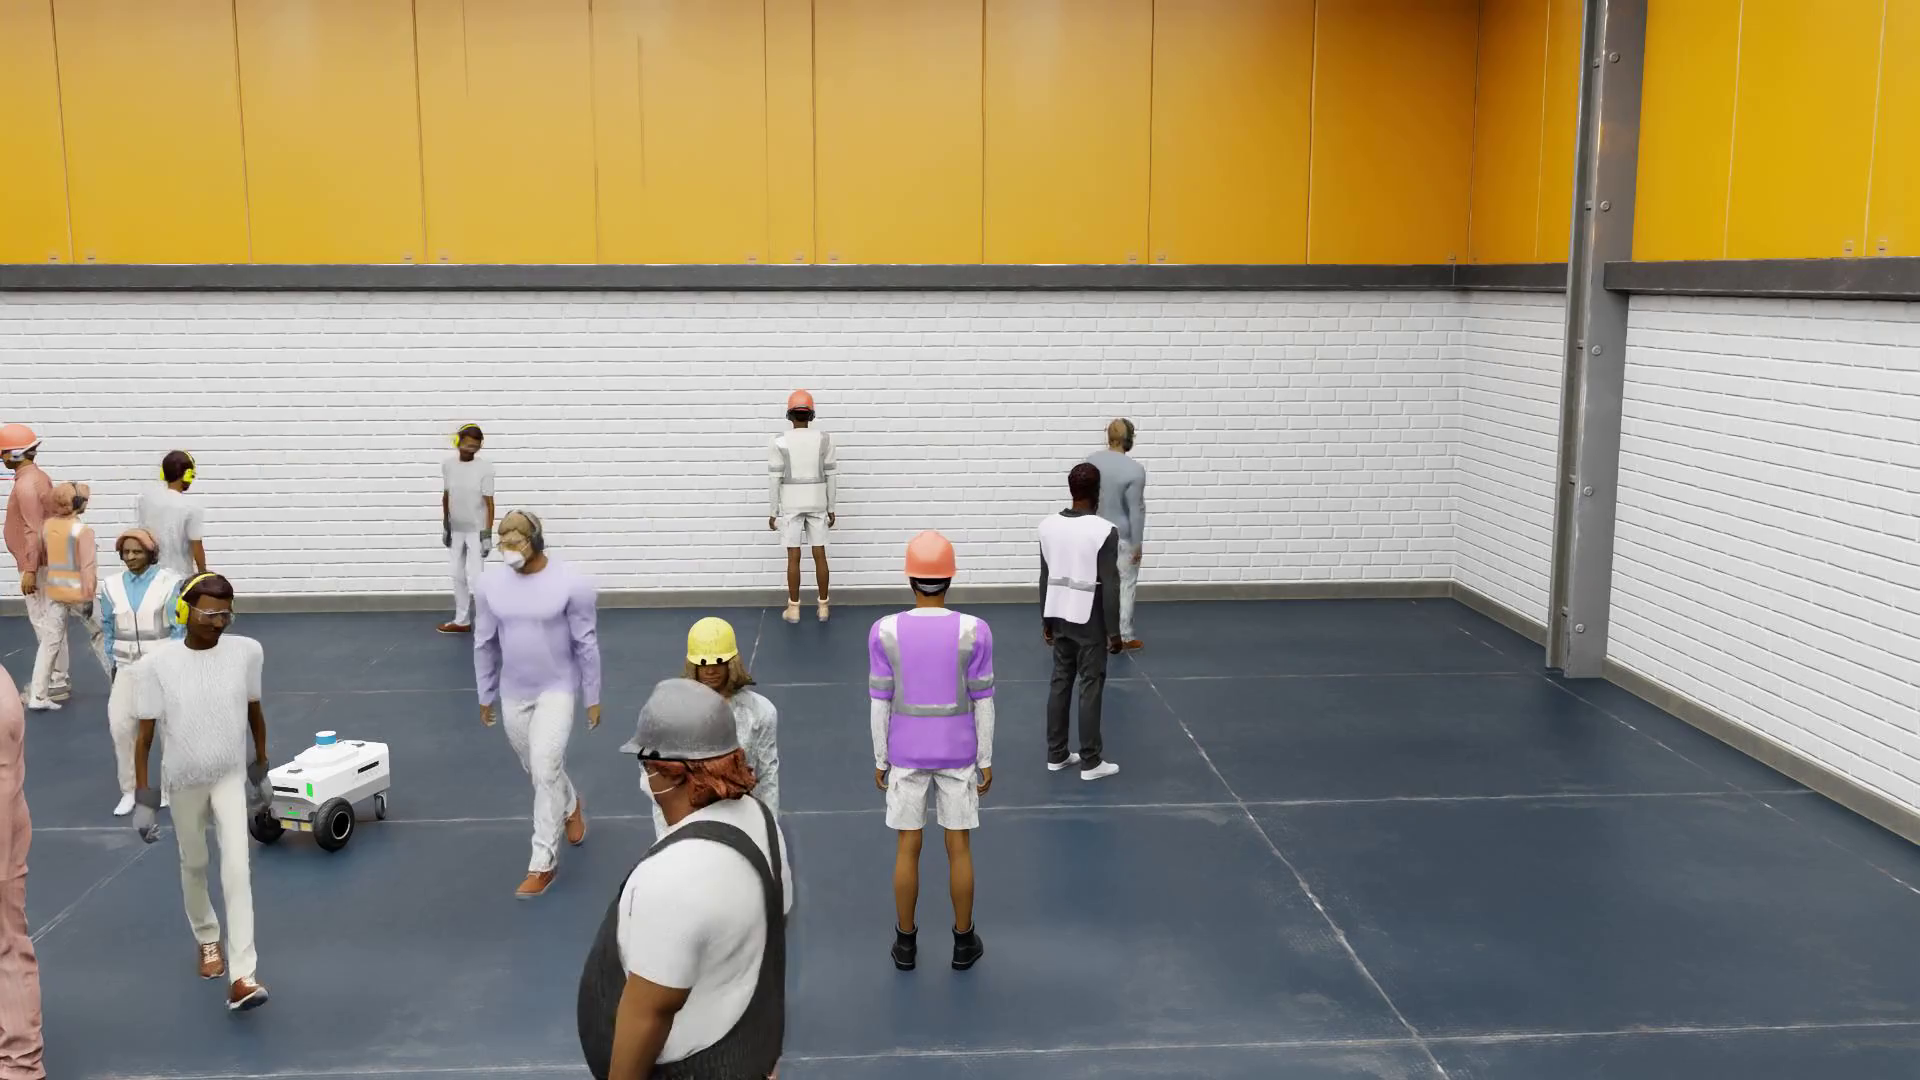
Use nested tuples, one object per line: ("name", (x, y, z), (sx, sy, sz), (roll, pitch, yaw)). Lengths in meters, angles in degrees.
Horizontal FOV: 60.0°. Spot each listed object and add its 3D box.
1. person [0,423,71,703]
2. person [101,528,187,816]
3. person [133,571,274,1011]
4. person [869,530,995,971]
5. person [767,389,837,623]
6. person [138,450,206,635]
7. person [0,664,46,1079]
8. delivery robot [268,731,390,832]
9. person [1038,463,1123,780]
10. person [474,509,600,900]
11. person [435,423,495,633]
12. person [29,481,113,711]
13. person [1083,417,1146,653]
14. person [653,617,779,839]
("person", (-6.612, 0.162, 11.852), (0.400, 1.989, 0.623), (-4, 10, -21))
("person", (-4.595, 0.748, 9.351), (0.518, 1.619, 0.546), (0, 9, -3))
("person", (-3.127, 1.039, 6.897), (0.564, 1.806, 1.002), (-5, 11, -30))
("person", (-0.120, 0.920, 7.248), (0.545, 1.942, 0.350), (0, 9, 2))
("person", (-1.381, -0.294, 14.553), (0.606, 2.045, 0.389), (-2, 9, -15))
("person", (-5.422, 0.315, 11.391), (0.567, 1.830, 0.528), (2, 9, 13))
("person", (-3.616, 1.123, 6.084), (0.402, 1.911, 0.639), (-6, 11, -33))
("delivery robot", (-3.429, 1.281, 9.030), (0.477, 0.478, 0.707), (3, 9, 17))
("person", (0.713, 0.489, 10.071), (0.593, 1.910, 0.385), (9, 13, 44))
("person", (-2.116, 0.757, 8.448), (0.641, 1.901, 0.957), (2, 9, 10))
("person", (-4.142, -0.069, 13.828), (0.701, 1.829, 0.415), (3, 10, 21))
("person", (-6.224, 0.386, 11.690), (0.529, 1.610, 0.760), (4, 10, 23))
("person", (1.184, -0.020, 13.232), (0.638, 1.918, 0.677), (9, 13, 44))
("person", (-0.937, 1.149, 6.432), (0.492, 1.742, 0.324), (-2, 9, -12))
